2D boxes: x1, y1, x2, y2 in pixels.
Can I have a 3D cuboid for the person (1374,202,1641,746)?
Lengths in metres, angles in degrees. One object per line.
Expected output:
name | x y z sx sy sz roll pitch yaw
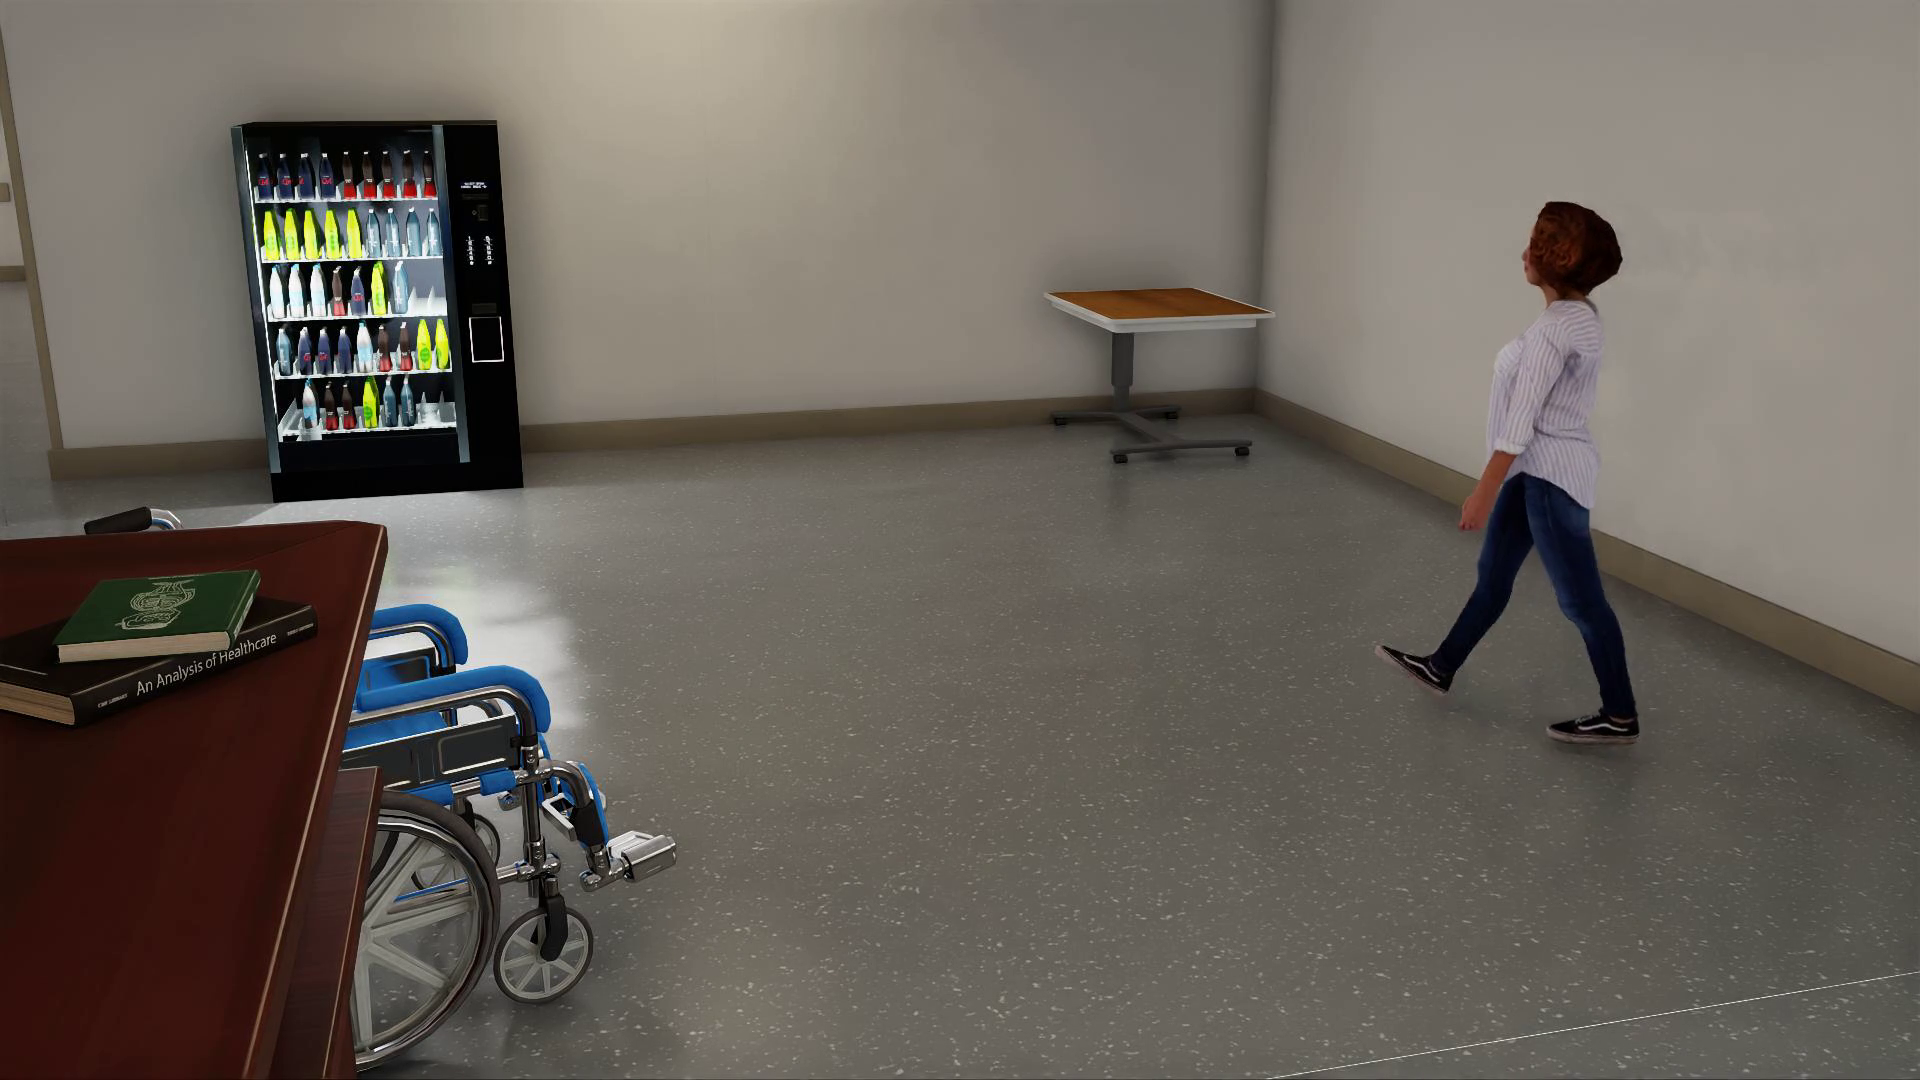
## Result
person | 1.933 -0.164 5.162 1.184 1.674 1.078 7 17 23
